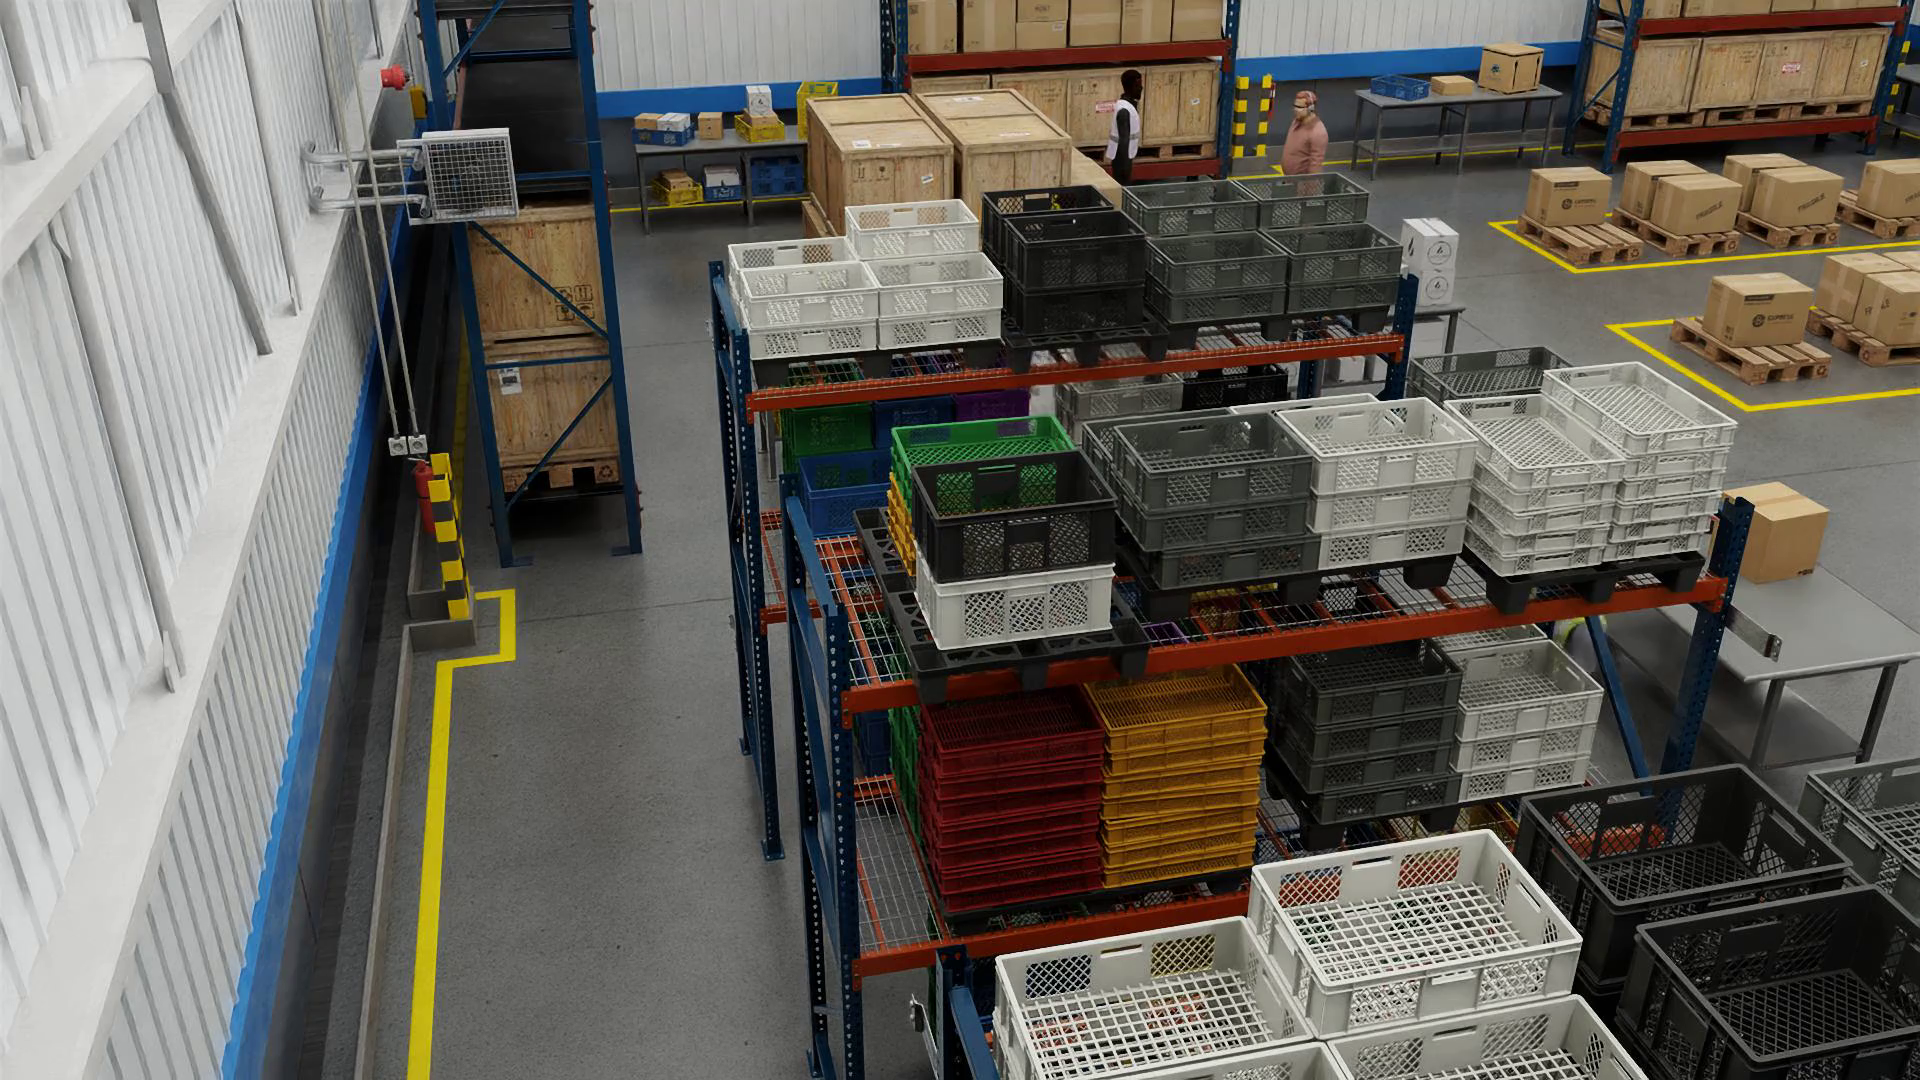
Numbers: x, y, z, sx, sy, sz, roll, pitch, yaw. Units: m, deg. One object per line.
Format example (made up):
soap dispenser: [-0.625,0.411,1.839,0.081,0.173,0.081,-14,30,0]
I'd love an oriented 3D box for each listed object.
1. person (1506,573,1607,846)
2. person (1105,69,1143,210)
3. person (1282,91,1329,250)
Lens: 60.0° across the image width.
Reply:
person: [3.056,0.807,8.822,0.429,1.838,0.658,-6,28,-11]
person: [1.790,-4.167,18.171,0.387,1.918,0.587,3,28,7]
person: [3.543,-3.731,17.370,0.401,1.900,0.651,-5,28,-10]
